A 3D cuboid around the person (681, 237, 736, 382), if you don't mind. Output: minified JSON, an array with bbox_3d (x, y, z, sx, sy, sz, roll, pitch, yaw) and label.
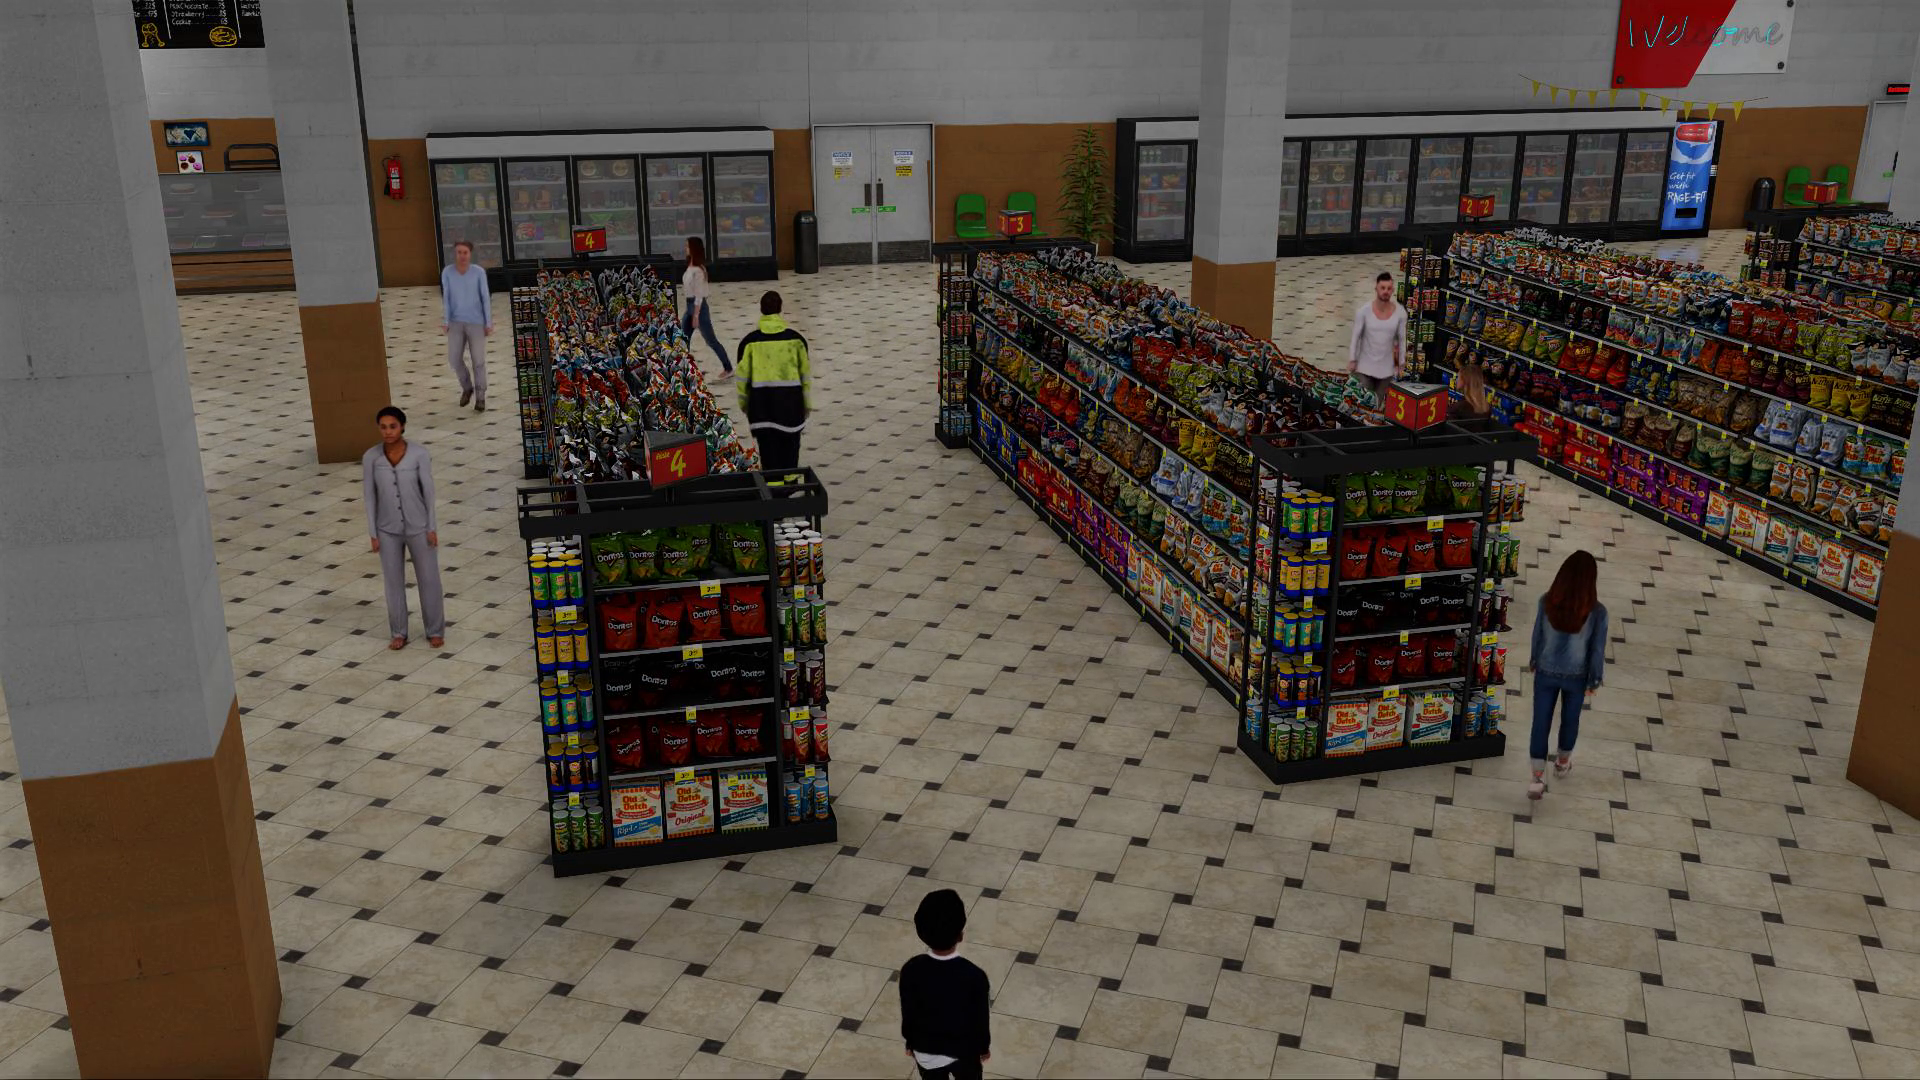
[{"bbox_3d":[-2.937,-2.617,19.193,0.775,1.686,1.087,-8,20,-22],"label":"person"}]

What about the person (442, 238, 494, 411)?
[{"bbox_3d":[-5.347,-2.346,18.091,0.716,1.878,0.711,-2,19,-6],"label":"person"}]

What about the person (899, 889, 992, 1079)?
[{"bbox_3d":[-0.059,1.942,6.411,0.651,1.215,0.740,4,19,12],"label":"person"}]

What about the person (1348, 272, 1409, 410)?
[{"bbox_3d":[4.080,-1.738,16.367,0.792,1.826,0.802,1,19,4],"label":"person"}]

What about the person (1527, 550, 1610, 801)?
[{"bbox_3d":[3.404,0.785,9.460,0.925,1.460,1.025,8,20,23],"label":"person"}]

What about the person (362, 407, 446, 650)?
[{"bbox_3d":[-3.894,-0.096,11.651,0.633,1.728,0.547,-4,19,-11],"label":"person"}]

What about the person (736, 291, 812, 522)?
[{"bbox_3d":[-1.593,-1.125,14.377,0.781,1.936,1.174,-4,19,-13],"label":"person"}]
